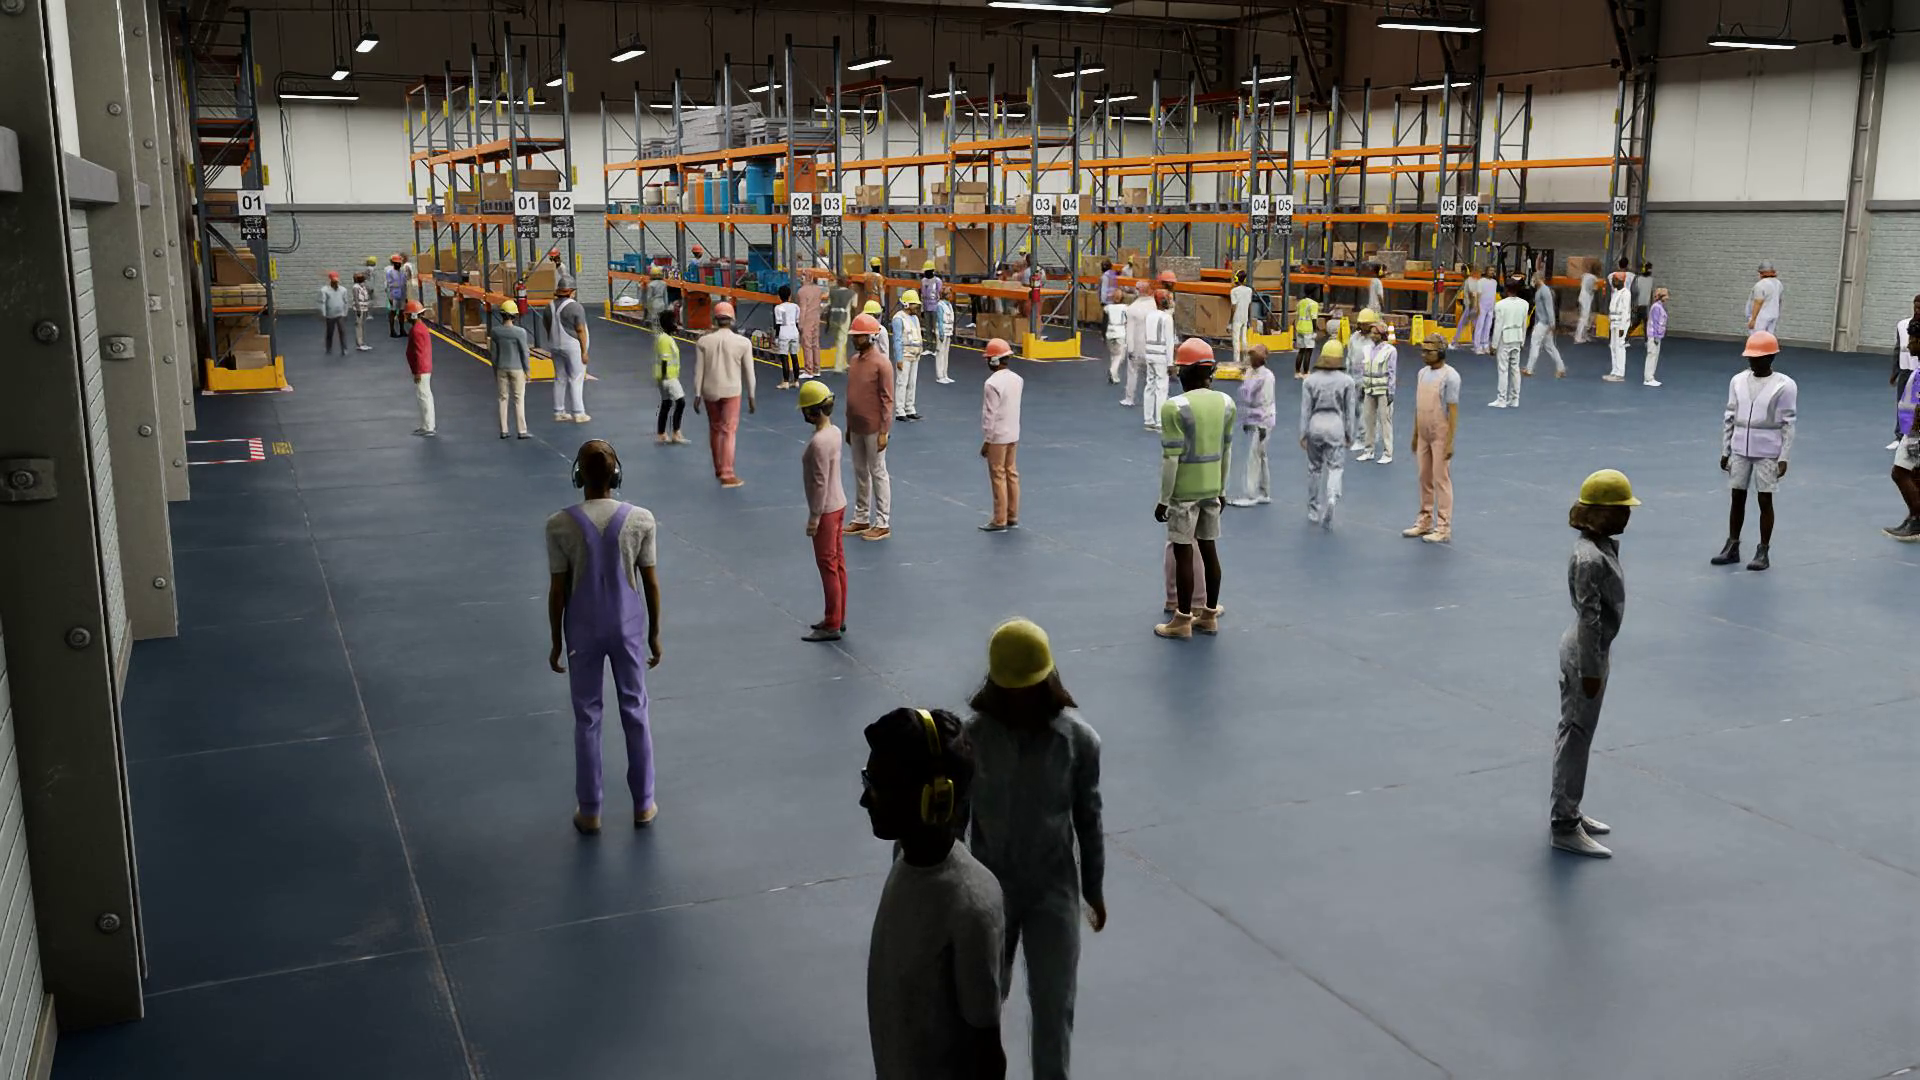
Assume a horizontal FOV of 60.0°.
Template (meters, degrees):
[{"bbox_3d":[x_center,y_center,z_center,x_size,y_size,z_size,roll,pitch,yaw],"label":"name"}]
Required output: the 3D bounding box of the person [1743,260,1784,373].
[{"bbox_3d":[14.349,-3.990,29.808,0.689,2.000,0.538,-6,13,-29],"label":"person"}]

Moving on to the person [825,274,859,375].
[{"bbox_3d":[-2.109,-3.861,29.841,0.590,1.785,0.832,5,12,25],"label":"person"}]

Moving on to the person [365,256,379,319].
[{"bbox_3d":[-15.949,-6.838,45.084,0.419,1.715,0.536,-7,13,-33],"label":"person"}]

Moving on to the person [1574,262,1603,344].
[{"bbox_3d":[13.878,-5.206,36.629,0.623,1.794,0.603,0,11,-2],"label":"person"}]

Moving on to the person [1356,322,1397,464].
[{"bbox_3d":[4.828,-1.698,19.213,0.318,1.630,0.513,-7,13,-33],"label":"person"}]

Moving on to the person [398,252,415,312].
[{"bbox_3d":[-14.954,-6.766,44.491,0.683,1.827,0.571,-8,14,-35],"label":"person"}]

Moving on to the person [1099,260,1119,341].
[{"bbox_3d":[3.364,-5.406,37.574,0.439,1.824,0.698,6,13,29],"label":"person"}]

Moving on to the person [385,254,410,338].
[{"bbox_3d":[-13.034,-5.662,38.611,0.401,1.928,0.543,7,13,32],"label":"person"}]

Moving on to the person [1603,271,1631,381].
[{"bbox_3d":[11.326,-3.674,28.626,0.370,1.879,0.587,1,11,3],"label":"person"}]

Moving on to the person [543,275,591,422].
[{"bbox_3d":[-5.385,-2.652,23.010,0.683,2.000,0.535,7,13,31],"label":"person"}]

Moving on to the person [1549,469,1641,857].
[{"bbox_3d":[2.868,0.542,7.534,0.295,1.744,0.485,4,12,21],"label":"person"}]

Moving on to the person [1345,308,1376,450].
[{"bbox_3d":[4.987,-1.978,20.384,0.647,1.727,0.497,-11,15,-43],"label":"person"}]

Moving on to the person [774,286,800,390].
[{"bbox_3d":[-2.835,-3.311,27.231,0.322,1.697,0.531,9,14,39],"label":"person"}]

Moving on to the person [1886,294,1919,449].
[{"bbox_3d":[11.593,-2.022,20.148,0.397,1.911,0.588,-6,13,-29],"label":"person"}]

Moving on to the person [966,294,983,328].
[{"bbox_3d":[0.394,-6.289,41.936,0.313,1.866,0.538,-9,14,-39],"label":"person"}]

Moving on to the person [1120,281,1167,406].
[{"bbox_3d":[2.731,-2.898,24.667,0.654,1.880,0.841,-4,12,-21],"label":"person"}]

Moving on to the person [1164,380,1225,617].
[{"bbox_3d":[1.663,-0.360,11.861,0.345,1.847,0.506,-9,14,-39],"label":"person"}]

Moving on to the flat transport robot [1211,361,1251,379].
[{"bbox_3d":[4.847,-2.993,29.254,0.652,0.197,1.431,3,12,16],"label":"flat transport robot"}]

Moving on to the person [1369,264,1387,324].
[{"bbox_3d":[8.512,-4.667,33.727,0.562,1.849,0.548,0,11,2],"label":"person"}]

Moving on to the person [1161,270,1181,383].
[{"bbox_3d":[3.530,-3.567,27.979,0.673,1.912,0.570,7,13,32],"label":"person"}]

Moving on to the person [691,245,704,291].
[{"bbox_3d":[-6.863,-6.698,43.563,0.376,2.045,0.605,-1,11,-6],"label":"person"}]

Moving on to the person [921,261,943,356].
[{"bbox_3d":[-0.594,-4.687,33.679,0.410,1.918,0.585,-11,15,-43],"label":"person"}]

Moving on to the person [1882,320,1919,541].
[{"bbox_3d":[8.424,-0.960,14.634,0.388,1.955,0.618,9,14,37],"label":"person"}]

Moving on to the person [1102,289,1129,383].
[{"bbox_3d":[2.621,-3.419,27.977,0.515,1.614,0.640,6,13,27],"label":"person"}]

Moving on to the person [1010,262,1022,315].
[{"bbox_3d":[1.441,-6.253,42.379,0.287,1.626,0.497,-2,11,-12],"label":"person"}]

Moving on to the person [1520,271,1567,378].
[{"bbox_3d":[10.253,-3.757,29.085,0.857,1.883,0.646,4,12,19],"label":"person"}]

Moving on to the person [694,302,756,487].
[{"bbox_3d":[-2.497,-1.550,17.738,0.646,1.931,0.871,1,11,4],"label":"person"}]

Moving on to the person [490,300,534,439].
[{"bbox_3d":[-5.729,-2.169,21.255,0.533,1.768,0.310,3,11,14],"label":"person"}]

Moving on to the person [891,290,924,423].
[{"bbox_3d":[-0.714,-2.529,22.948,0.403,1.824,0.591,6,12,26],"label":"person"}]

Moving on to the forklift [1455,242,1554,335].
[{"bbox_3d":[13.047,-6.049,39.881,2.313,2.155,1.214,-5,12,-23],"label":"forklift"}]

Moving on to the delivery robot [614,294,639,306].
[{"bbox_3d":[-9.515,-6.759,47.429,0.477,0.478,0.707,8,14,36],"label":"delivery robot"}]

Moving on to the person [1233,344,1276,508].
[{"bbox_3d":[2.900,-1.124,16.359,0.414,1.618,0.537,-2,11,-10],"label":"person"}]

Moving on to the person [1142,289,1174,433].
[{"bbox_3d":[2.618,-2.352,21.889,0.358,1.882,0.574,-6,13,-29],"label":"person"}]

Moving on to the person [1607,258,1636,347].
[{"bbox_3d":[14.226,-5.110,35.815,0.590,1.919,0.392,7,13,30],"label":"person"}]

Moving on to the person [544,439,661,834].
[{"bbox_3d":[-1.652,0.451,7.737,0.517,1.843,0.326,-4,12,-18],"label":"person"}]
